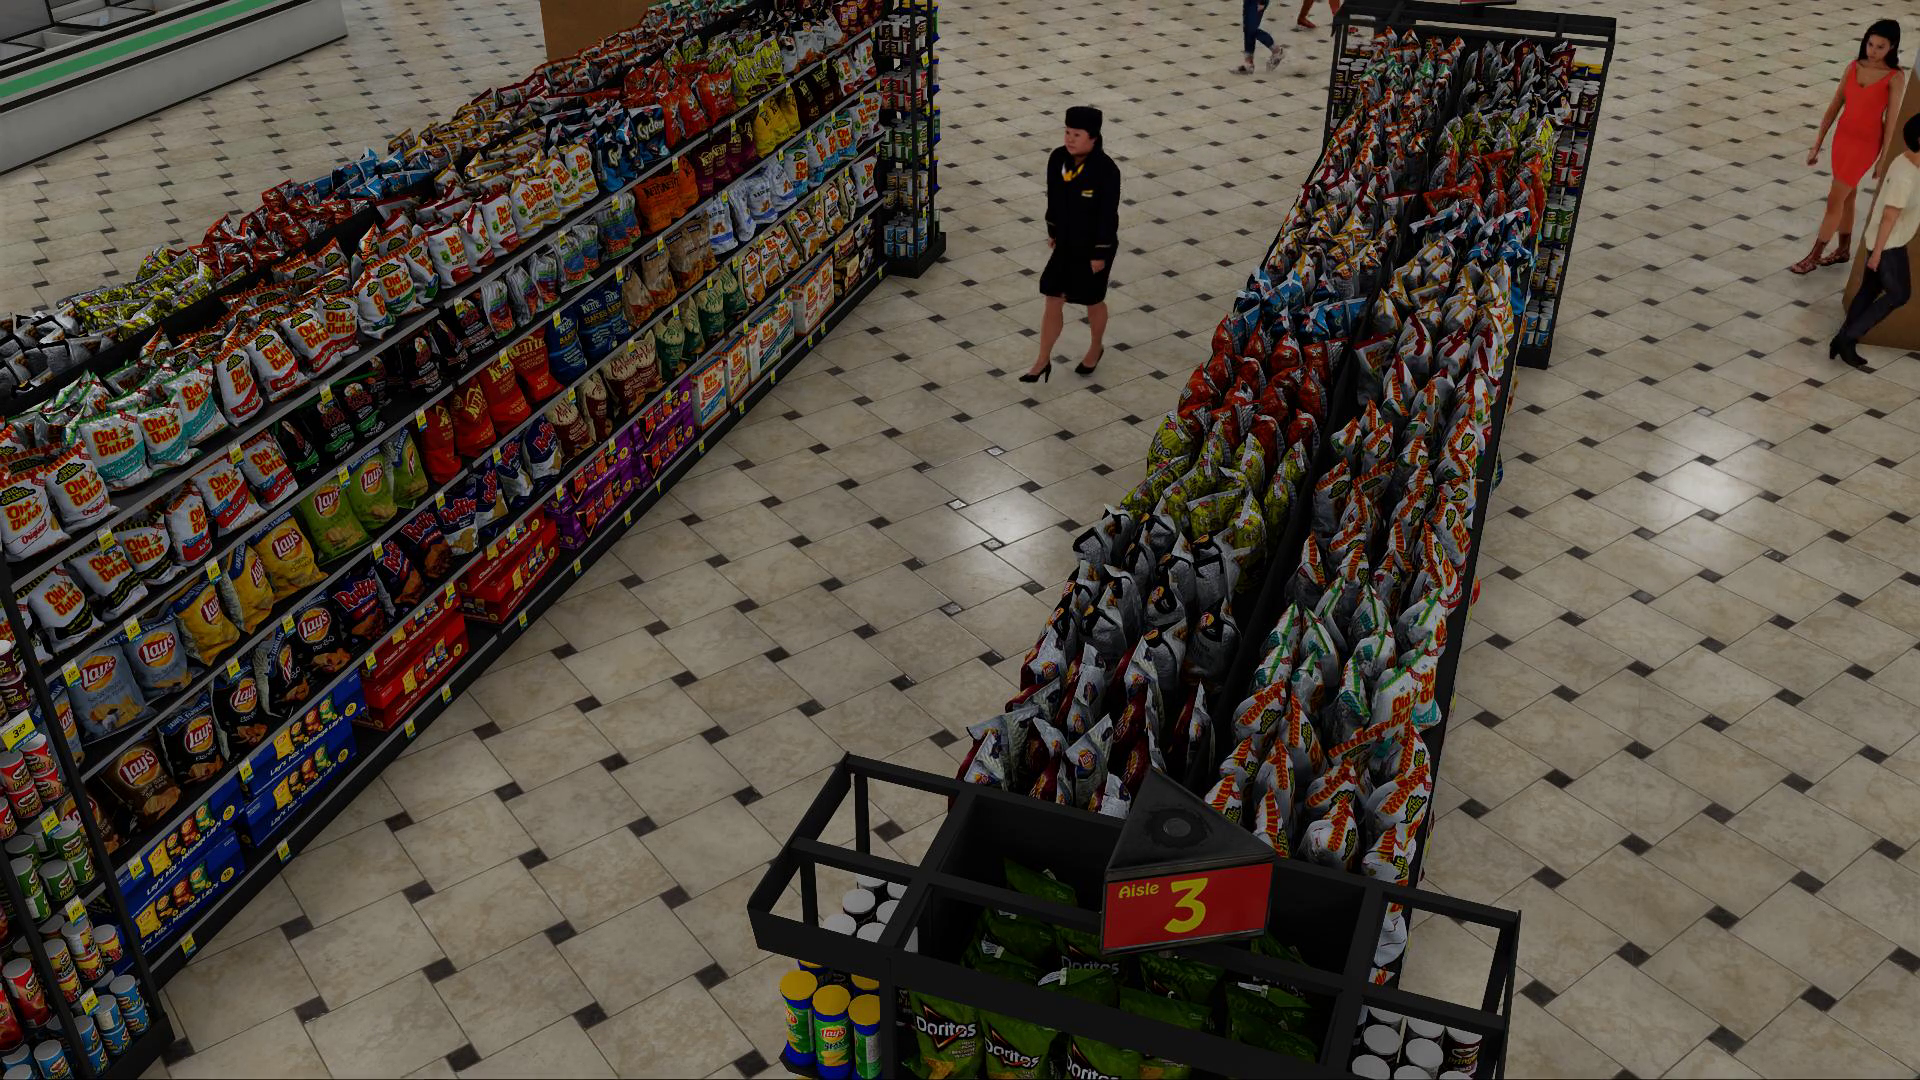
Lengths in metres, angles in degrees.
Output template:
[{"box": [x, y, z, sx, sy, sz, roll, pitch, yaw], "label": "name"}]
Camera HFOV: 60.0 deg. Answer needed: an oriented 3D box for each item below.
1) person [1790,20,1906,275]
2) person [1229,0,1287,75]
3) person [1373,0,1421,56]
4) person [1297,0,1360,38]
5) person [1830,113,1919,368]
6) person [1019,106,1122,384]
[{"box": [6.055, -2.627, 11.151, 0.958, 1.691, 0.891, -15, 35, -23], "label": "person"}, {"box": [2.764, -4.962, 15.111, 0.814, 1.472, 0.783, -3, 32, -5], "label": "person"}, {"box": [3.406, -3.948, 13.266, 0.760, 1.700, 0.823, -10, 33, -15], "label": "person"}, {"box": [3.559, -5.804, 16.337, 1.104, 1.607, 1.029, -25, 40, -34], "label": "person"}, {"box": [5.439, -1.773, 9.887, 0.672, 1.577, 0.514, 14, 35, 22], "label": "person"}, {"box": [0.770, -1.724, 9.736, 0.921, 1.653, 1.040, 26, 40, 35], "label": "person"}]
